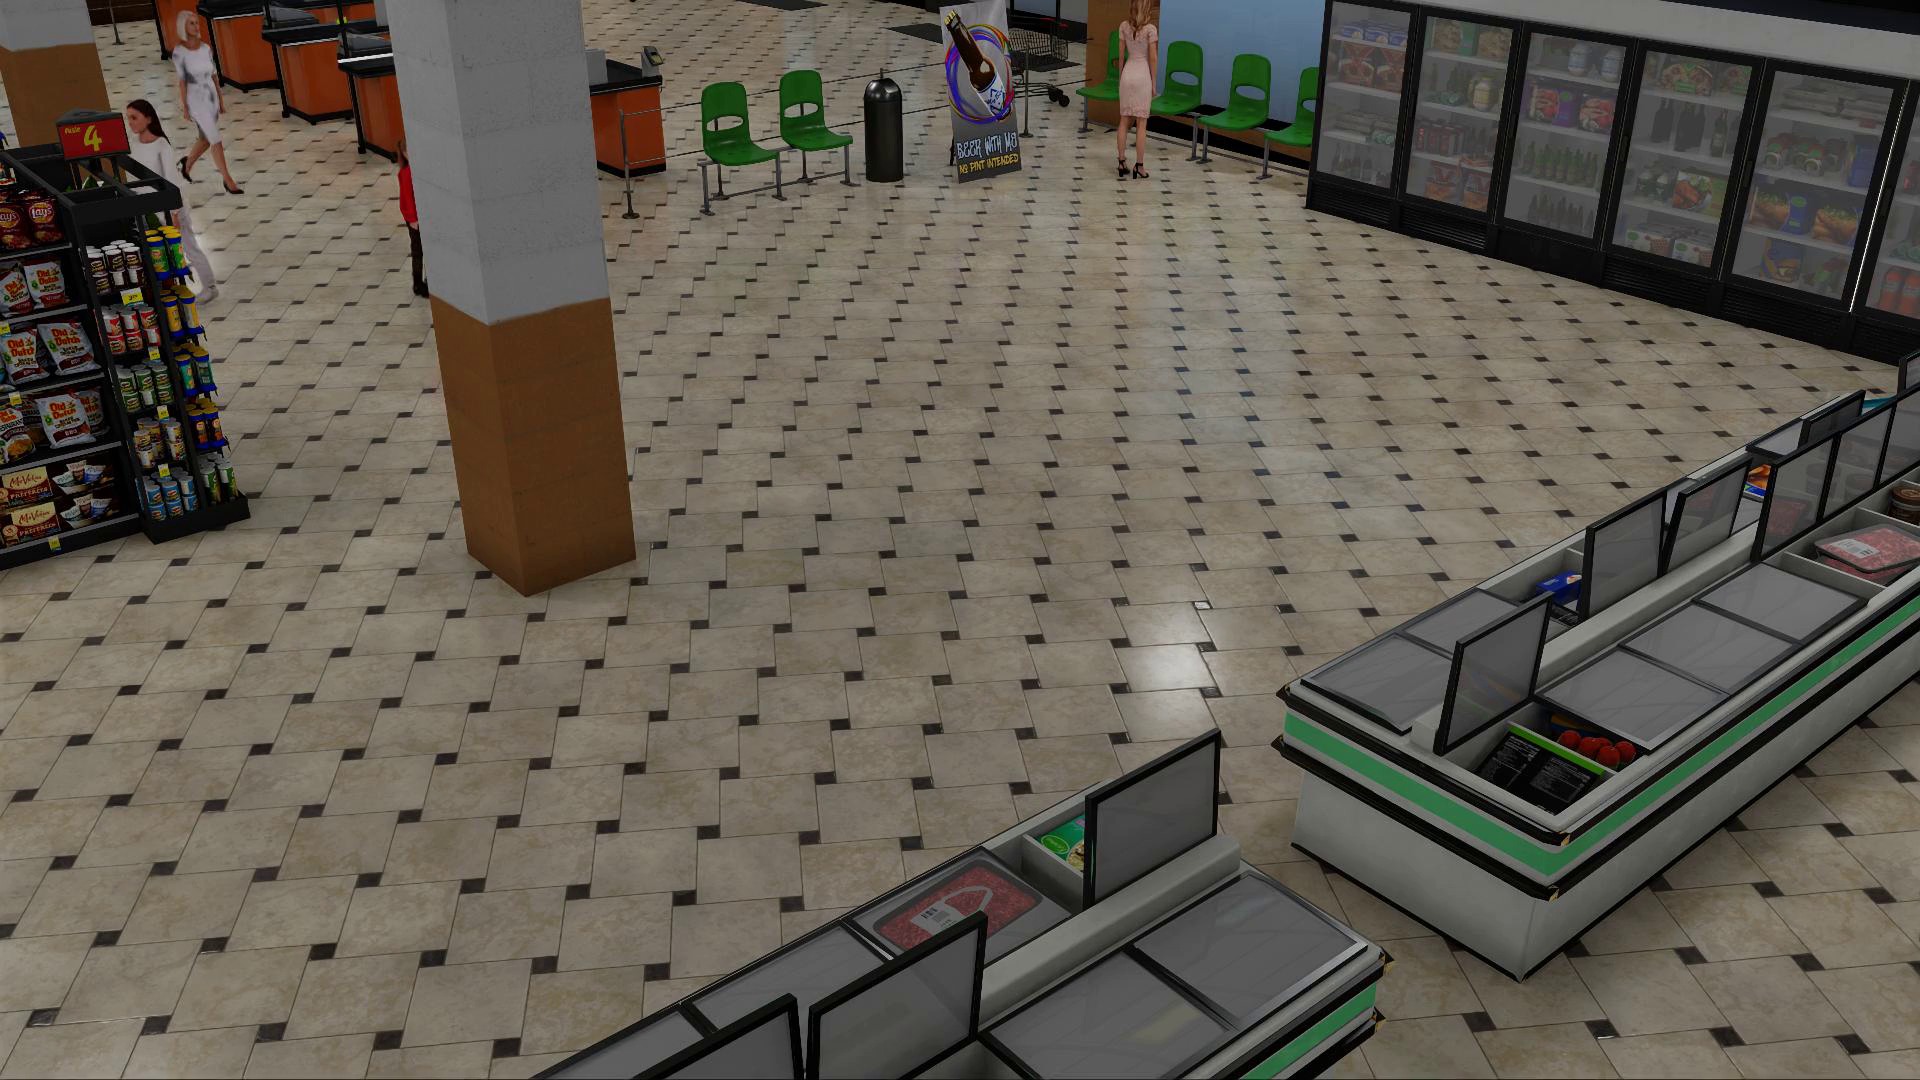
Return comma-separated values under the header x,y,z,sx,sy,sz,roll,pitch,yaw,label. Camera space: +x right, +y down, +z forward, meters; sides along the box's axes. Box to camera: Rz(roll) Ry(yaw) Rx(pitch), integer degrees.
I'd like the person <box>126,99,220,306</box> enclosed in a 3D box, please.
x,y,z,sx,sy,sz,roll,pitch,yaw,label
-6.089,-2.554,12.870,0.963,1.646,1.155,9,28,18,person

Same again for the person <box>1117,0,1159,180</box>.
x,y,z,sx,sy,sz,roll,pitch,yaw,label
1.748,-4.539,16.580,0.626,1.829,0.591,17,32,30,person

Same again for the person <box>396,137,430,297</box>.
x,y,z,sx,sy,sz,roll,pitch,yaw,label
-4.351,-2.612,13.390,0.627,1.278,0.542,9,28,17,person

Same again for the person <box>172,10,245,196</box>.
x,y,z,sx,sy,sz,roll,pitch,yaw,label
-7.364,-4.188,16.012,0.955,1.718,1.066,10,29,19,person
